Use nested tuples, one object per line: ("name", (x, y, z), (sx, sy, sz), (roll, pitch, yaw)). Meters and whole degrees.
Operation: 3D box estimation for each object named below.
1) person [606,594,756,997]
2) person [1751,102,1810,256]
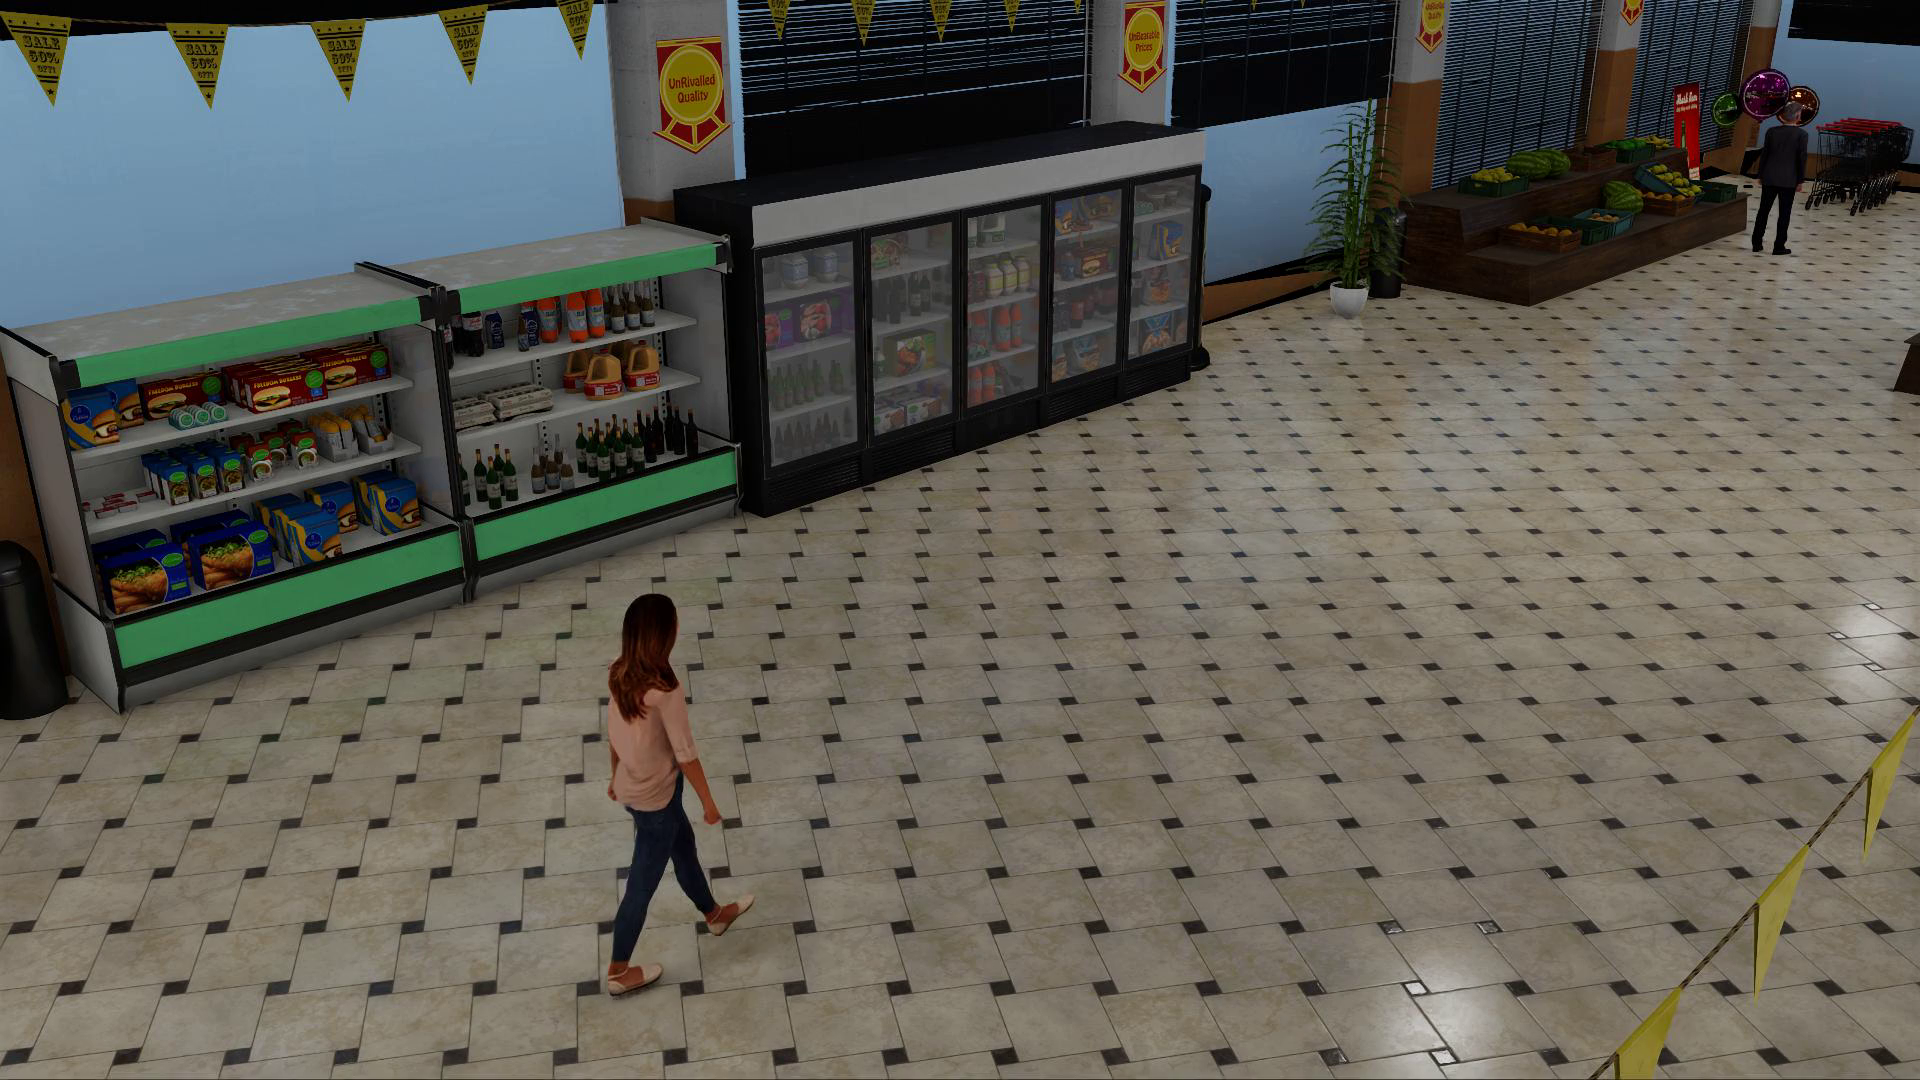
("person", (-1.339, 1.089, 6.805), (1.025, 1.759, 0.676), (-18, 28, -37))
("person", (10.132, -4.468, 20.526), (0.576, 1.840, 0.727), (-19, 29, -39))
